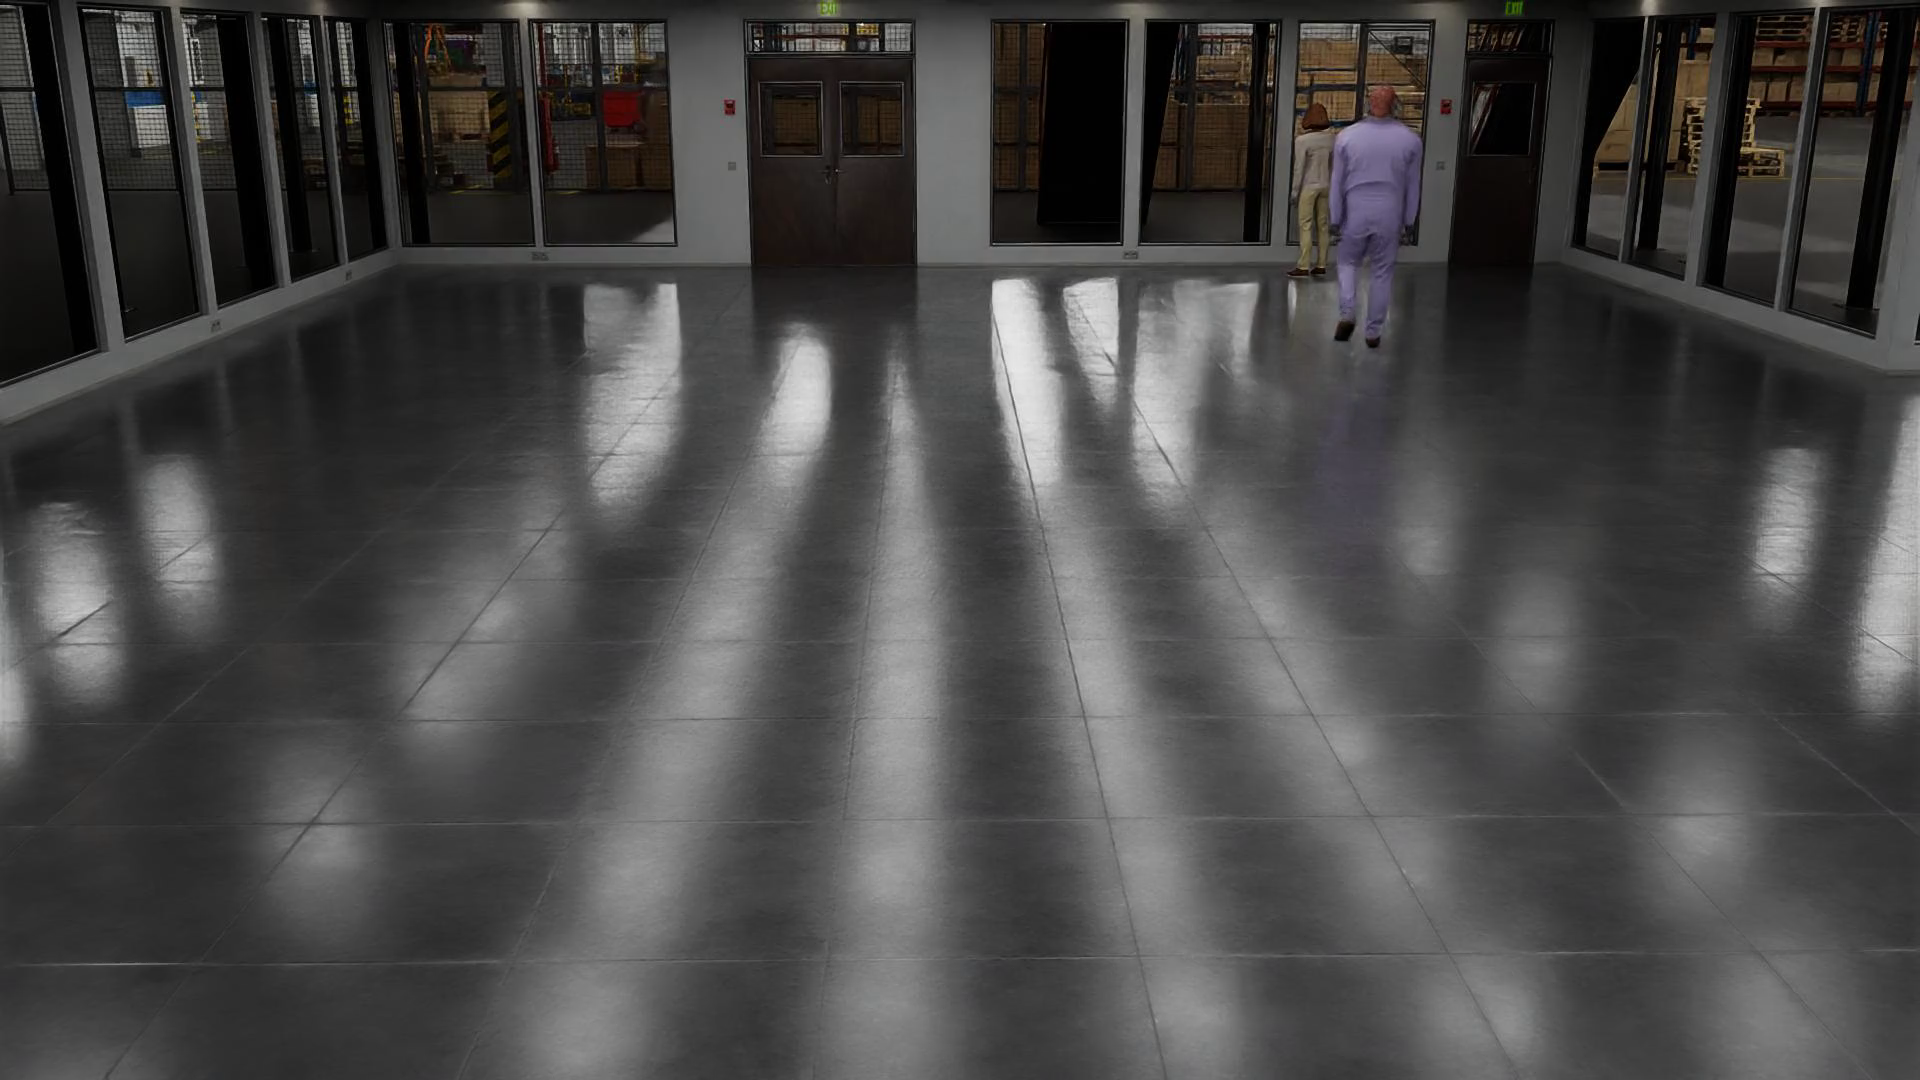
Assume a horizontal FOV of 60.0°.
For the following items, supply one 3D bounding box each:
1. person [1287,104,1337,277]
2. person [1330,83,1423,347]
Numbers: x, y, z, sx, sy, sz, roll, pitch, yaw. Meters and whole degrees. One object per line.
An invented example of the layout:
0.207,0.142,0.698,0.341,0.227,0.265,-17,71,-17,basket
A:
3.380,-3.342,15.954,0.500,1.633,0.280,-9,19,-28,person
3.023,-2.363,12.173,0.641,1.894,0.445,3,17,10,person
